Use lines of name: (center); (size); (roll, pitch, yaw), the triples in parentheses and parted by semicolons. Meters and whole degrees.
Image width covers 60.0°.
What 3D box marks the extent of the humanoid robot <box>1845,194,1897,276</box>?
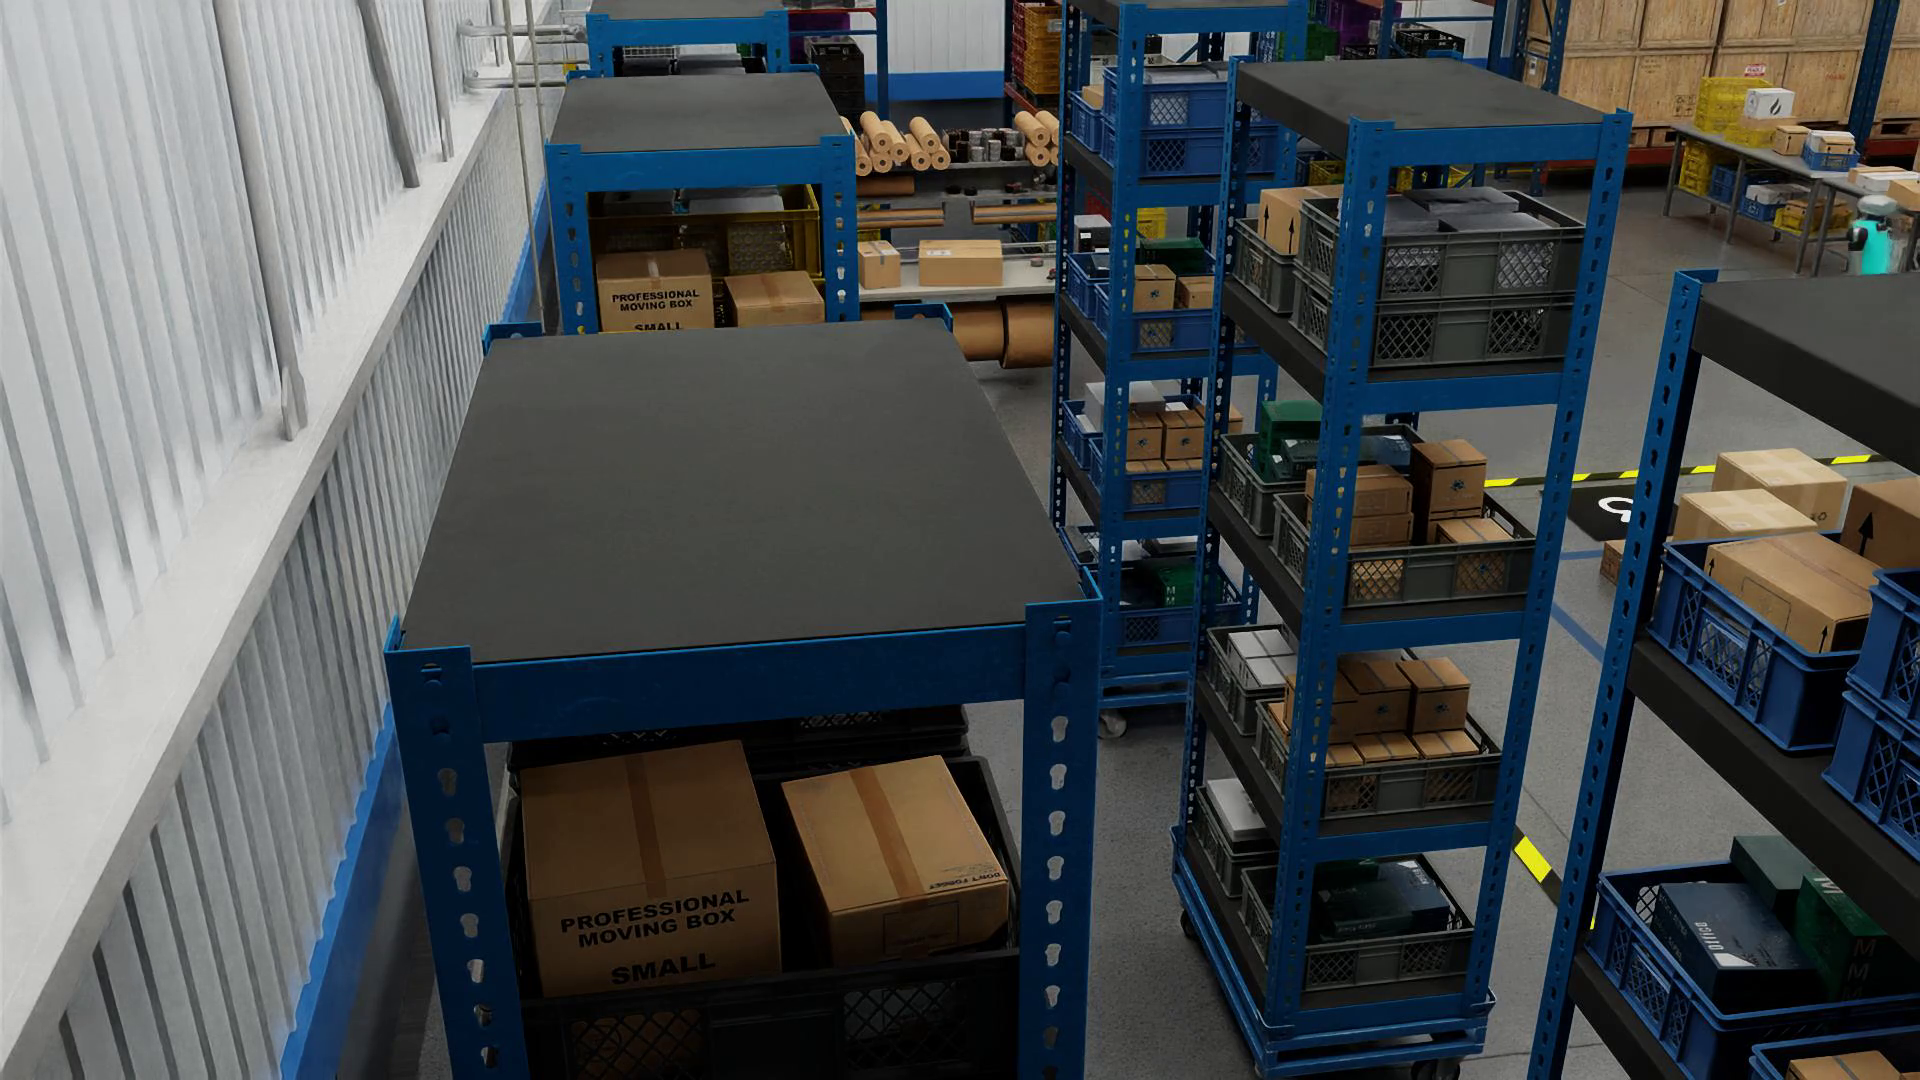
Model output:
humanoid robot: (6.644, -1.511, 11.882); (0.543, 1.815, 0.818); (-21, 32, -38)
